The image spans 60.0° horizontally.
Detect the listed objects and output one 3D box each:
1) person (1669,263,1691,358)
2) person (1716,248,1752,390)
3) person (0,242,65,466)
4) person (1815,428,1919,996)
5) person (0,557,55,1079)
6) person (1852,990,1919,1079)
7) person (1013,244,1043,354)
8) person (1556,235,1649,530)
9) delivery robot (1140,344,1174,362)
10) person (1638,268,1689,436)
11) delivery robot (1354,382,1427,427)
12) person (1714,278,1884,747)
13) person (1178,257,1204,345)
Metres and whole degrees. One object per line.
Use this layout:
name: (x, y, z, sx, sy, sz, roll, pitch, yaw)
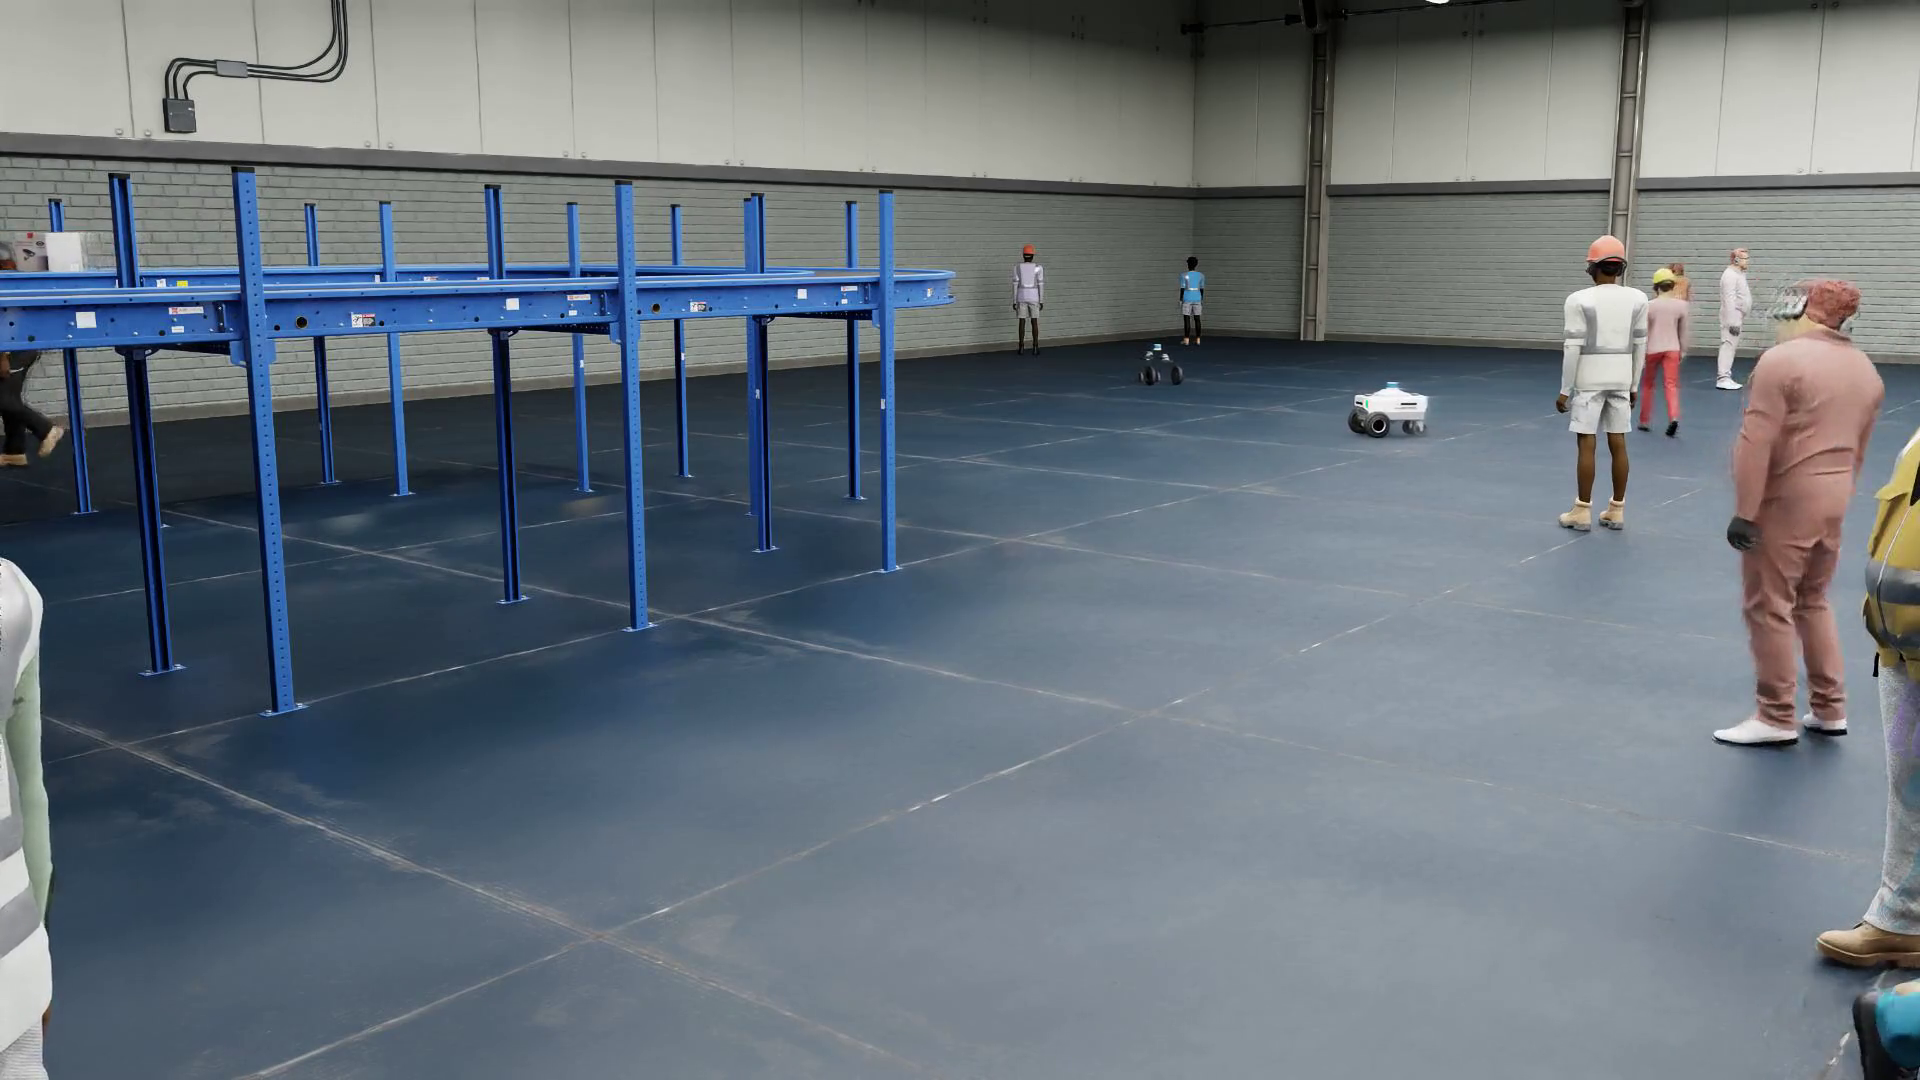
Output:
person: (12.135, -3.877, 28.202, 0.540, 1.631, 0.314, -2, 10, -11)
person: (10.558, -3.002, 22.660, 0.397, 1.905, 0.673, 6, 12, 29)
person: (-8.496, -1.654, 14.882, 0.639, 2.000, 0.694, -4, 11, -20)
person: (2.609, 0.322, 4.382, 0.429, 1.838, 0.620, 0, 10, -2)
person: (-1.472, 0.653, 2.237, 0.404, 1.947, 0.605, 3, 11, 14)
person: (2.339, 0.512, 3.395, 0.574, 1.820, 0.742, -6, 12, -30)
person: (1.210, -4.283, 29.615, 0.550, 1.935, 0.376, 1, 10, 4)
person: (4.483, -1.098, 11.669, 0.605, 2.045, 0.387, -1, 10, -7)
delivery robot: (2.798, -2.659, 23.574, 0.335, 0.223, 0.698, -4, 10, -18)
person: (7.356, -1.974, 17.410, 0.520, 1.738, 0.859, 1, 10, 8)
delivery robot: (4.497, -1.404, 17.354, 0.707, 0.478, 0.477, -2, 10, -10)
person: (3.339, -0.092, 6.645, 0.692, 1.876, 0.438, -6, 12, -29)
person: (4.463, -4.612, 32.106, 0.541, 1.695, 0.316, -4, 11, -21)
